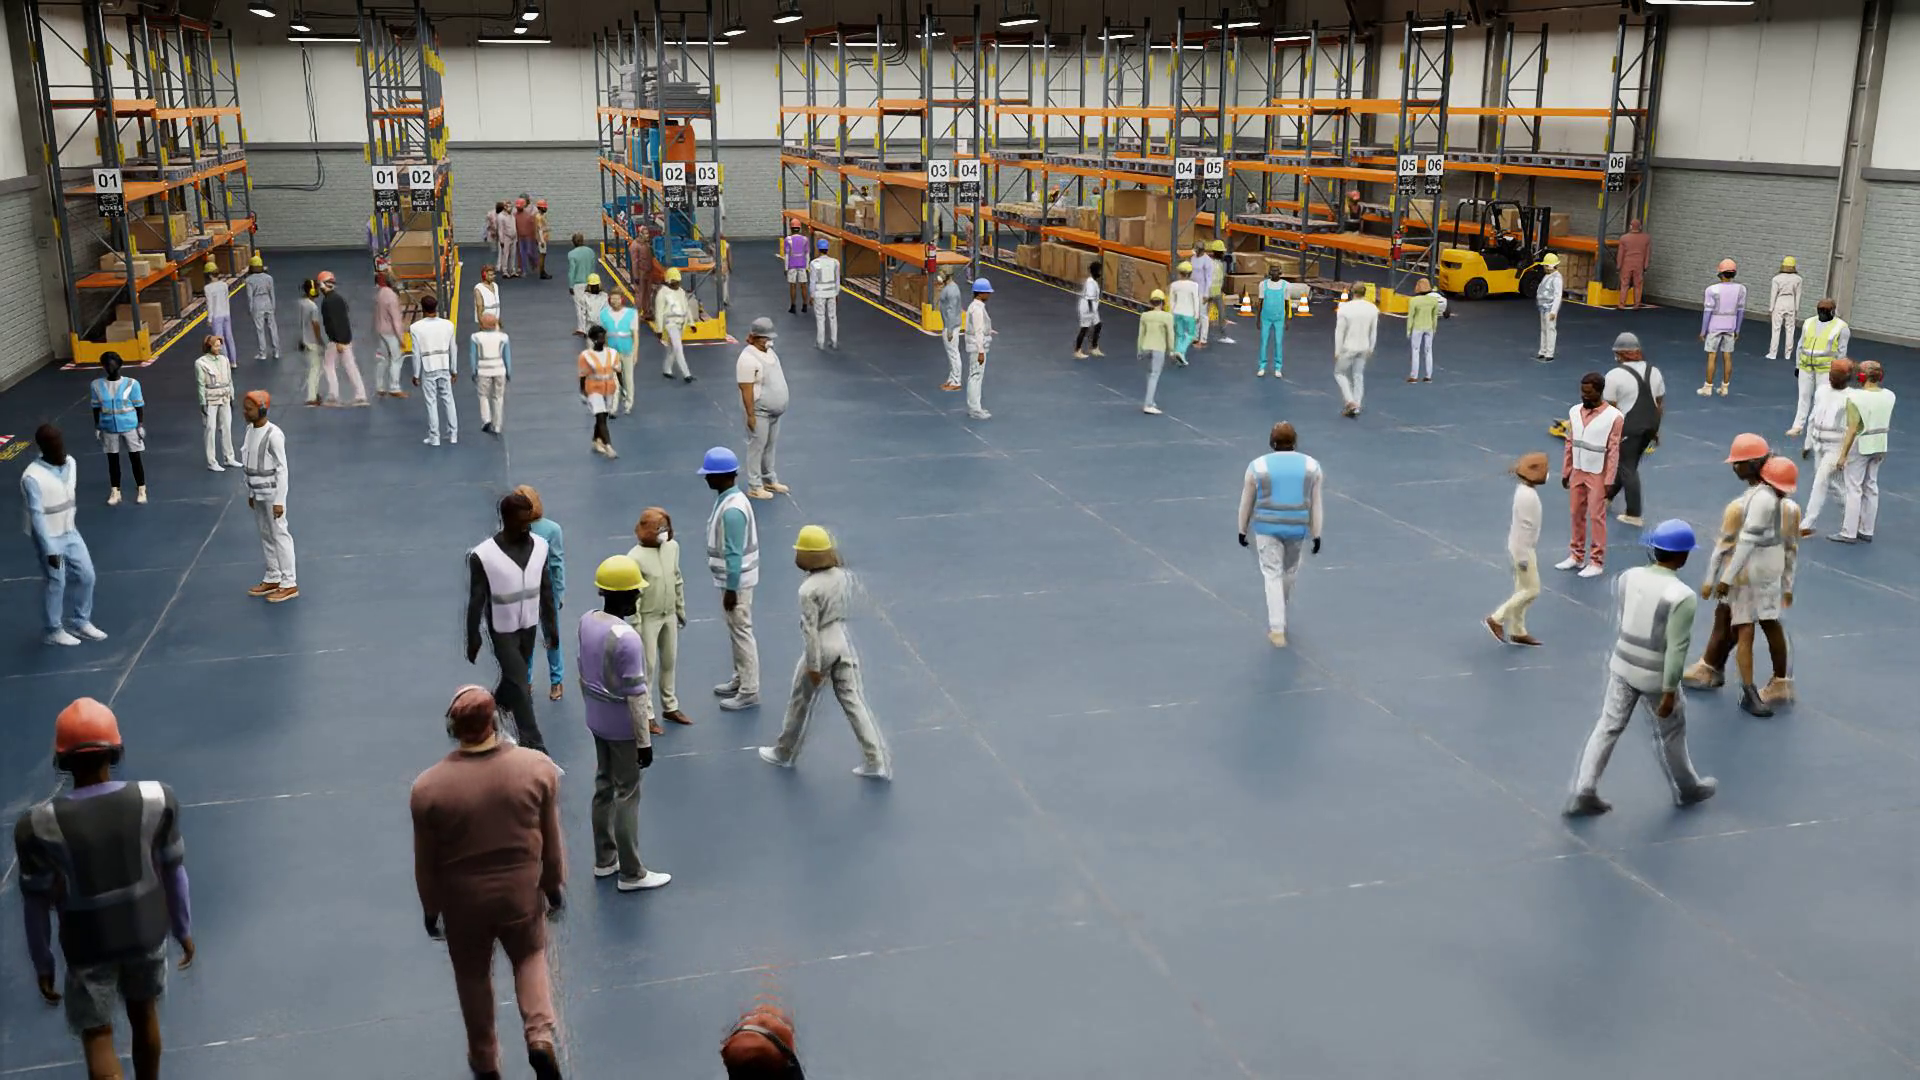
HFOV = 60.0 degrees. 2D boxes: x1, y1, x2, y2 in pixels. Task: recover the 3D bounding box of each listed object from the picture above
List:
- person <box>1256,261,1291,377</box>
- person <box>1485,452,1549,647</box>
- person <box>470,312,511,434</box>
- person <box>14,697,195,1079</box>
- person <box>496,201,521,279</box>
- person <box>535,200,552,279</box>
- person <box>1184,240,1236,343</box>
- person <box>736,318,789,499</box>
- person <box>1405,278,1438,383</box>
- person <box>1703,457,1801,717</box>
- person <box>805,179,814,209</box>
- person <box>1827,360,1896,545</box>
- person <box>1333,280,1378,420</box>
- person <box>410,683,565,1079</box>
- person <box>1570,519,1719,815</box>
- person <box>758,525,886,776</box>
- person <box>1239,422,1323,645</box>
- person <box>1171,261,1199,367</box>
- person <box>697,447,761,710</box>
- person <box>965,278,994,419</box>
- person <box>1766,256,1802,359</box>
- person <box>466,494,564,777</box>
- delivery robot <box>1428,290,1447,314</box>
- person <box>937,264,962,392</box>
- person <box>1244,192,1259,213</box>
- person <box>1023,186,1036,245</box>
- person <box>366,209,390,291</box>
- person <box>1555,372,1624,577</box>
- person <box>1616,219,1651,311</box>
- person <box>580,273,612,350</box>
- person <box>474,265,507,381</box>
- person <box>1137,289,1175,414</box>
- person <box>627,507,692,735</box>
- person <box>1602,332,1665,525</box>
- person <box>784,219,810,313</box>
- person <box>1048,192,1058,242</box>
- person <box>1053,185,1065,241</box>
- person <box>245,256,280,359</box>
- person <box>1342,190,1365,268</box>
[{"bbox_3d":[4.992,-3.517,26.545,0.514,1.845,0.336,3,15,12],"label":"person"},{"bbox_3d":[4.548,0.083,13.407,0.371,1.620,0.527,6,16,21],"label":"person"},{"bbox_3d":[-6.199,-2.201,22.014,0.527,1.624,0.365,-6,16,-20],"label":"person"},{"bbox_3d":[-3.453,1.644,6.806,0.611,2.019,0.808,-11,18,-34],"label":"person"},{"bbox_3d":[-11.154,-7.423,41.150,0.398,1.899,0.648,6,16,23],"label":"person"},{"bbox_3d":[-10.269,-7.413,41.033,0.364,1.934,0.553,-3,15,-9],"label":"person"},{"bbox_3d":[4.558,-4.527,30.283,0.937,1.884,0.586,8,17,27],"label":"person"},{"bbox_3d":[-2.172,-1.483,18.515,0.535,2.000,0.686,5,16,19],"label":"person"},{"bbox_3d":[7.232,-3.273,26.054,0.500,1.629,0.288,-3,15,-11],"label":"person"},{"bbox_3d":[5.809,0.273,12.236,0.584,1.879,0.984,-1,15,-5],"label":"person"},{"bbox_3d":[-4.662,-10.261,51.771,0.396,1.931,0.547,6,16,21],"label":"person"},{"bbox_3d":[9.009,-0.865,16.571,0.566,1.841,0.381,-6,16,-20],"label":"person"},{"bbox_3d":[5.456,-2.632,23.051,0.648,1.926,0.450,-5,16,-17],"label":"person"},{"bbox_3d":[-2.059,1.562,7.351,0.640,1.885,0.558,-7,16,-24],"label":"person"},{"bbox_3d":[4.276,0.791,10.254,1.045,1.888,0.631,-6,16,-22],"label":"person"},{"bbox_3d":[-0.895,0.727,10.874,0.928,1.695,0.486,9,17,30],"label":"person"},{"bbox_3d":[2.624,-0.096,13.766,0.651,1.790,0.952,0,15,-1],"label":"person"},{"bbox_3d":[3.709,-3.729,27.503,0.548,1.752,0.404,11,19,37],"label":"person"},{"bbox_3d":[-1.676,0.270,12.132,0.421,1.938,0.603,-4,15,-14],"label":"person"},{"bbox_3d":[0.270,-2.661,23.127,0.406,1.945,0.613,-1,15,-5],"label":"person"},{"bbox_3d":[14.081,-3.967,28.433,0.487,1.744,0.312,2,15,9],"label":"person"},{"bbox_3d":[-2.973,0.589,11.092,1.012,1.860,0.617,11,19,36],"label":"person"},{"bbox_3d":[9.651,-4.859,33.889,0.477,0.478,0.707,-1,15,-4],"label":"delivery robot"},{"bbox_3d":[-0.154,-3.232,25.322,0.380,1.931,0.625,-2,15,-6],"label":"person"},{"bbox_3d":[8.329,-9.076,47.654,0.484,1.746,0.286,14,20,42],"label":"person"},{"bbox_3d":[2.023,-9.422,48.566,0.391,1.949,0.602,-2,15,-9],"label":"person"},{"bbox_3d":[-13.383,-6.725,38.439,0.629,1.940,0.376,3,15,13],"label":"person"},{"bbox_3d":[5.882,-0.620,15.535,0.407,1.907,0.597,-8,17,-27],"label":"person"},{"bbox_3d":[14.079,-5.752,34.830,0.642,1.913,0.409,2,15,9],"label":"person"},{"bbox_3d":[-5.628,-3.269,25.825,0.485,1.736,0.322,-4,15,-14],"label":"person"},{"bbox_3d":[-7.427,-3.415,26.192,0.394,1.832,0.576,4,15,14],"label":"person"},{"bbox_3d":[2.740,-2.674,23.614,0.543,1.729,0.629,11,18,36],"label":"person"},{"bbox_3d":[-2.119,0.555,11.650,0.291,1.625,0.506,10,18,33],"label":"person"},{"bbox_3d":[7.029,-1.244,17.619,0.695,2.000,1.056,-6,16,-20],"label":"person"},{"bbox_3d":[-3.398,-5.686,34.538,0.551,1.932,0.378,-6,16,-22],"label":"person"},{"bbox_3d":[2.551,-8.580,45.582,0.328,1.861,0.501,9,17,30],"label":"person"},{"bbox_3d":[2.974,-10.068,51.364,0.563,1.755,0.320,-5,16,-18],"label":"person"},{"bbox_3d":[-11.952,-3.971,28.450,0.299,1.745,0.483,14,20,42],"label":"person"},{"bbox_3d":[10.292,-8.153,43.633,0.624,2.026,0.491,-2,15,-8],"label":"person"}]
